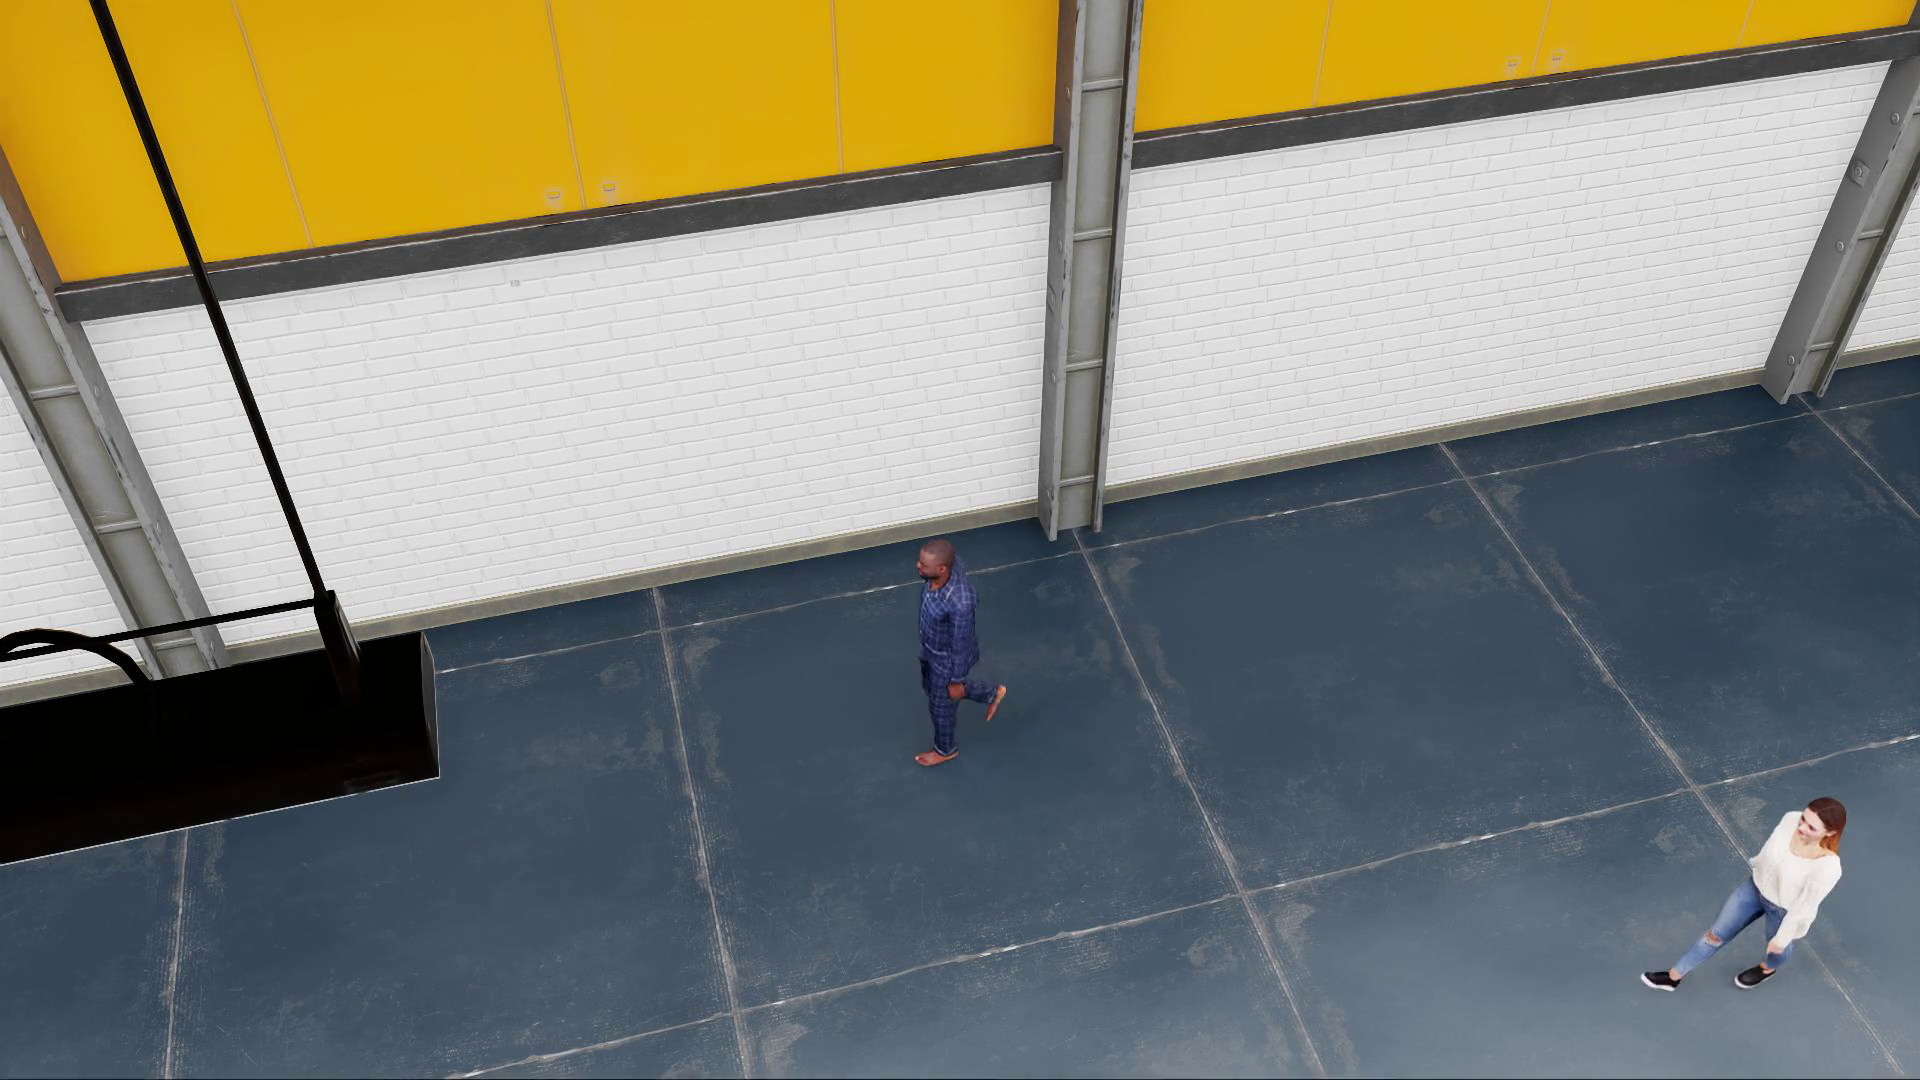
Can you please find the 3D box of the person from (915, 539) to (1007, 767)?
[{"bbox_3d":[0.016,0.648,9.936,0.898,1.797,0.749,-16,46,-17],"label":"person"}]

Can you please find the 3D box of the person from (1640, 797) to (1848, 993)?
[{"bbox_3d":[4.359,1.890,8.738,1.027,1.652,0.635,-10,45,-11],"label":"person"}]
